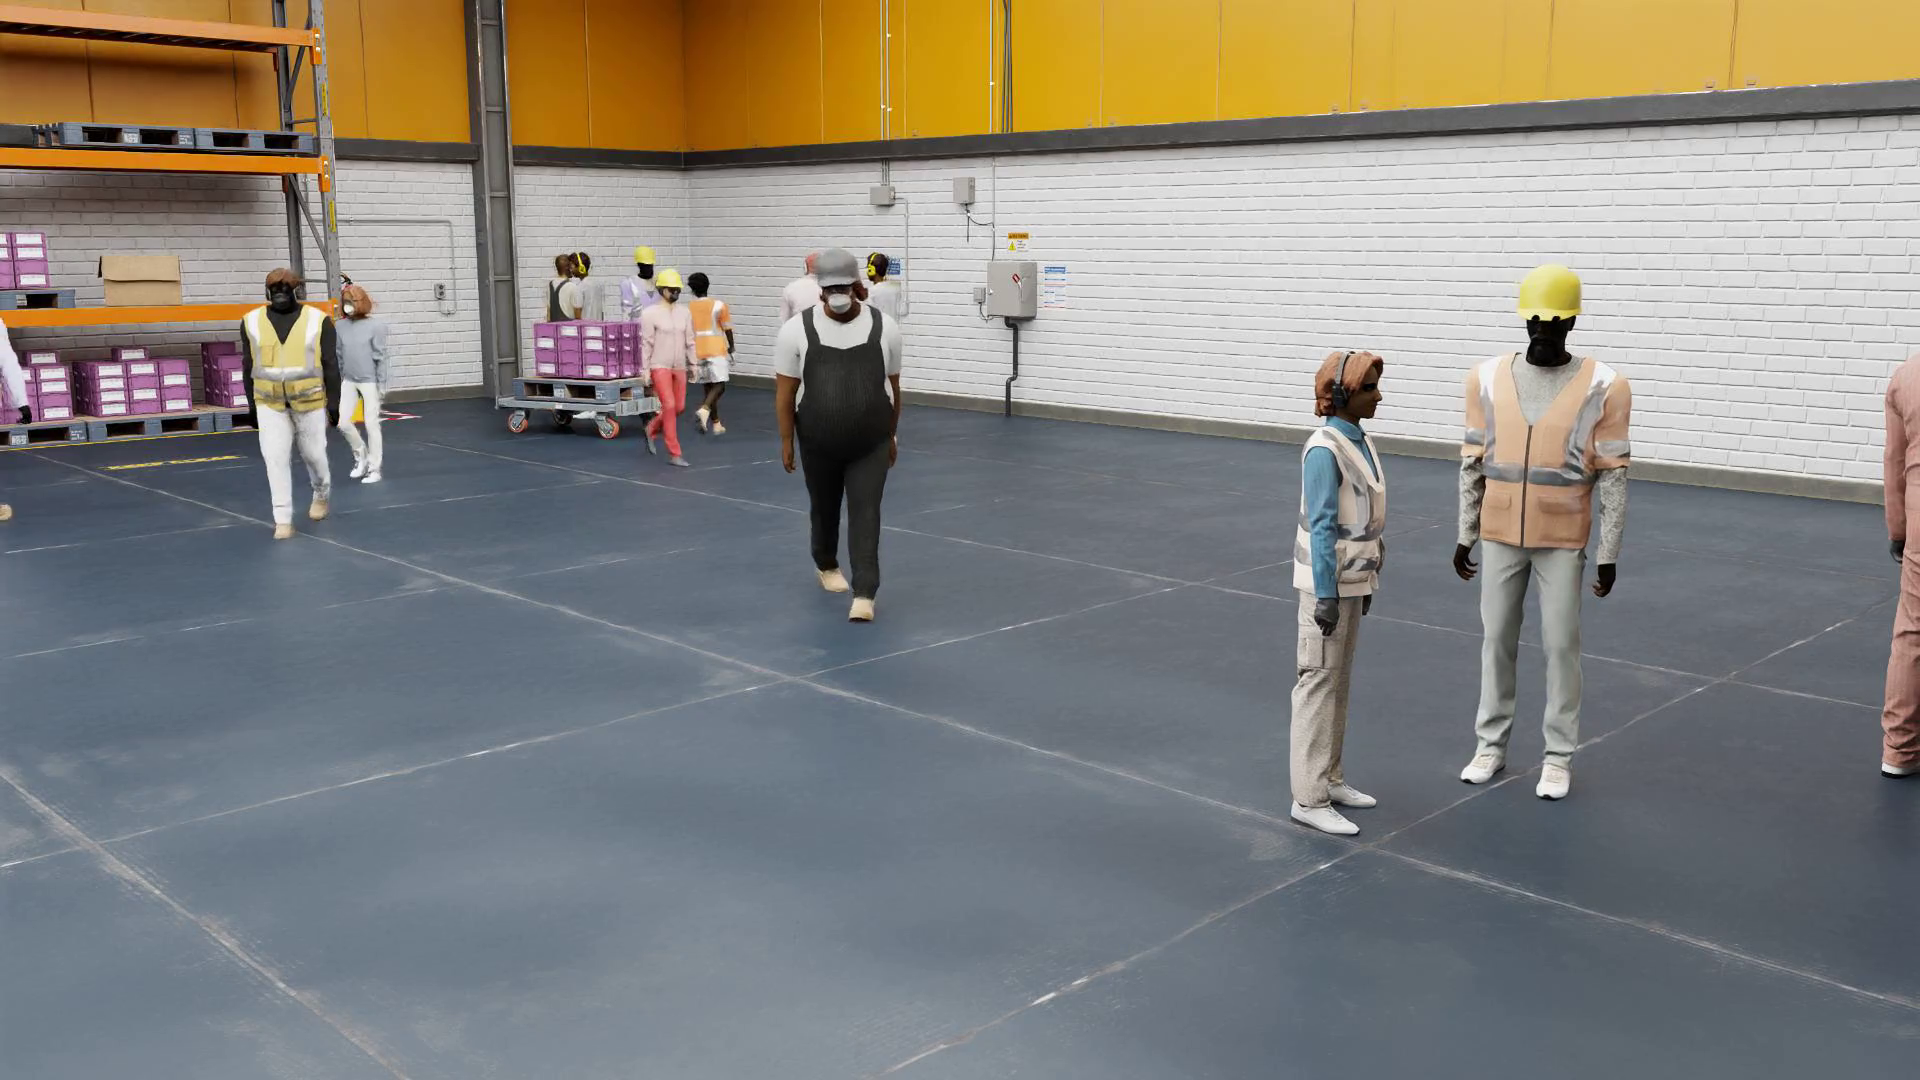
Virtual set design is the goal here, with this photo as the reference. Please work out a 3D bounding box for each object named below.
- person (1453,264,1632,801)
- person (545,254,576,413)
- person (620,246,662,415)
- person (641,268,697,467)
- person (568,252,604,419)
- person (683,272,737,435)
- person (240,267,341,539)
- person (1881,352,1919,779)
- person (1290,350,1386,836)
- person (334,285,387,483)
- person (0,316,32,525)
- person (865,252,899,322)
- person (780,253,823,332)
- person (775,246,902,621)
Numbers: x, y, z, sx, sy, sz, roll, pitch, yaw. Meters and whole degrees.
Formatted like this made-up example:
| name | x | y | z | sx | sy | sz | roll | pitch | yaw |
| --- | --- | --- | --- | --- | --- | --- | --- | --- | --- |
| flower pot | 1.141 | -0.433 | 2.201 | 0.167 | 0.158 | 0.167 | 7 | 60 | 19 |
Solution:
| name | x | y | z | sx | sy | sz | roll | pitch | yaw |
| --- | --- | --- | --- | --- | --- | --- | --- | --- | --- |
| person | 2.087 | -0.027 | 6.017 | 0.592 | 1.922 | 0.388 | 7 | 13 | 35 |
| person | -4.526 | -2.343 | 18.948 | 0.514 | 1.822 | 0.808 | 7 | 13 | 34 |
| person | -3.525 | -2.326 | 18.647 | 0.497 | 1.899 | 0.616 | 9 | 14 | 41 |
| person | -2.626 | -1.535 | 14.749 | 0.741 | 1.742 | 0.529 | 10 | 14 | 43 |
| person | -4.075 | -2.242 | 18.314 | 0.463 | 1.845 | 0.523 | 3 | 11 | 16 |
| person | -2.561 | -1.850 | 16.649 | 0.554 | 1.658 | 0.746 | 3 | 11 | 15 |
| person | -4.559 | -0.955 | 11.392 | 0.633 | 1.817 | 0.844 | -2 | 11 | -13 |
| person | 3.661 | -0.020 | 6.014 | 0.407 | 1.910 | 0.639 | -4 | 11 | -22 |
| person | 1.294 | 0.171 | 5.709 | 0.308 | 1.641 | 0.517 | 5 | 11 | 25 |
| person | -4.900 | -1.265 | 13.593 | 0.505 | 1.624 | 0.338 | 2 | 11 | 13 |
| person | -6.700 | -0.934 | 11.316 | 0.721 | 1.784 | 0.921 | 1 | 10 | 3 |
| person | -0.787 | -1.853 | 16.167 | 0.429 | 1.854 | 0.522 | 9 | 14 | 41 |
| person | -1.477 | -1.947 | 16.732 | 0.654 | 1.844 | 1.036 | -1 | 10 | -5 |
| person | -0.650 | -0.642 | 9.045 | 0.686 | 2.000 | 1.080 | -1 | 10 | -6 |
